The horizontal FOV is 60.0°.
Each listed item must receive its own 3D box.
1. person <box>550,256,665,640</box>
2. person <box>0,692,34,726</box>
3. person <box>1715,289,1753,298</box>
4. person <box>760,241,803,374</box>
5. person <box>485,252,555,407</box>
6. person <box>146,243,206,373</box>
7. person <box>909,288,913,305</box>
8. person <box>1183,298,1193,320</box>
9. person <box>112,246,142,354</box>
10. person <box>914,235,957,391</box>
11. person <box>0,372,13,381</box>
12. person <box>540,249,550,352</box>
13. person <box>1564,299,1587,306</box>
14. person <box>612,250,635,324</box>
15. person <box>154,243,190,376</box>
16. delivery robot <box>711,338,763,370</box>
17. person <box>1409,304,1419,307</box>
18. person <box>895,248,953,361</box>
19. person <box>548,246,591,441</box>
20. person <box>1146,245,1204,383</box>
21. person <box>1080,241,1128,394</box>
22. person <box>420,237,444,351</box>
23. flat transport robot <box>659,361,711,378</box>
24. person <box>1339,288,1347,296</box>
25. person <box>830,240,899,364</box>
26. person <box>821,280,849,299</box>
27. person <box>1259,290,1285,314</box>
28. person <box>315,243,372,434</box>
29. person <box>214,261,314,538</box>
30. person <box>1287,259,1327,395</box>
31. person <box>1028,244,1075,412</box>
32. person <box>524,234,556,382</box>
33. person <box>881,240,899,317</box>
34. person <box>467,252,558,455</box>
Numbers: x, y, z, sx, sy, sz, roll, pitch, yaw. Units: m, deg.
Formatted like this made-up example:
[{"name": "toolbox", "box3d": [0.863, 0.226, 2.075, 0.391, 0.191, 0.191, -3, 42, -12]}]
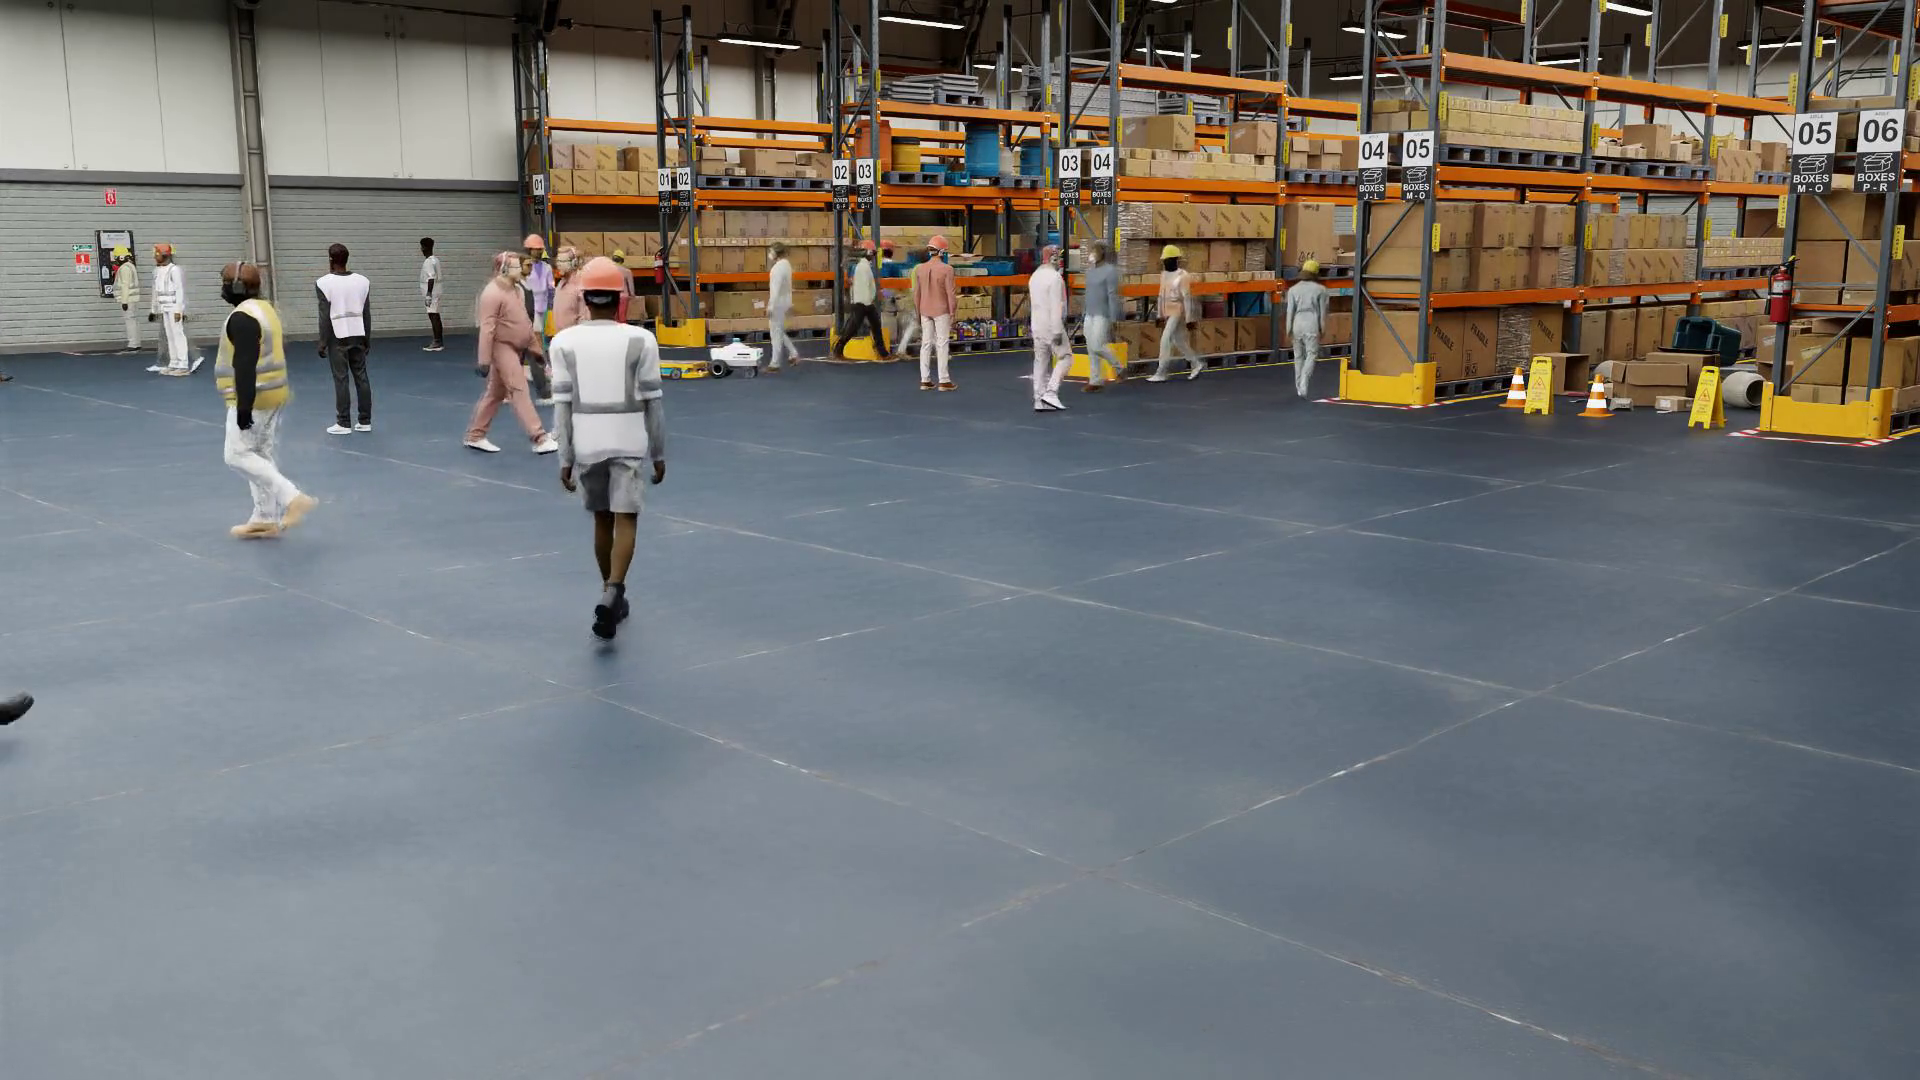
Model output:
[{"name": "person", "box3d": [-1.772, -0.462, 8.355, 0.546, 1.908, 0.897, -1, 10, -3]}, {"name": "person", "box3d": [-3.968, -0.066, 6.201, 0.563, 1.887, 0.969, 8, 13, 38]}, {"name": "person", "box3d": [14.164, -4.449, 30.417, 0.595, 1.786, 0.966, 9, 13, 39]}, {"name": "person", "box3d": [-2.634, -3.384, 24.213, 0.488, 1.924, 0.649, 0, 10, 2]}, {"name": "person", "box3d": [-5.200, -2.481, 19.603, 0.916, 1.812, 0.523, 0, 10, 0]}, {"name": "person", "box3d": [-11.549, -3.395, 24.356, 0.905, 1.894, 0.606, 0, 10, 0]}, {"name": "person", "box3d": [-0.803, -4.691, 32.191, 0.506, 1.610, 0.686, 8, 13, 37]}, {"name": "person", "box3d": [3.597, -3.912, 27.232, 0.309, 1.868, 0.535, -9, 14, -41]}, {"name": "person", "box3d": [-14.266, -4.117, 28.475, 0.403, 1.824, 0.596, -3, 11, -17]}, {"name": "person", "box3d": [-0.301, -2.948, 21.624, 0.618, 1.993, 0.396, 7, 12, 32]}, {"name": "person", "box3d": [-13.441, -3.175, 23.038, 0.363, 1.933, 0.543, -9, 14, -41]}, {"name": "person", "box3d": [-7.229, -4.148, 28.800, 0.313, 1.769, 0.525, -4, 11, -23]}, {"name": "person", "box3d": [10.002, -3.782, 26.987, 0.317, 1.695, 0.540, -3, 11, -15]}, {"name": "person", "box3d": [-6.184, -4.410, 30.342, 0.536, 1.720, 0.888, 1, 10, 4]}, {"name": "person", "box3d": [-11.304, -3.294, 23.824, 0.575, 1.881, 0.356, 10, 14, 43]}, {"name": "delivery robot", "box3d": [-3.166, -2.623, 23.647, 0.707, 0.478, 0.477, 1, 10, 4]}, {"name": "person", "box3d": [7.700, -3.861, 27.674, 0.513, 1.605, 0.797, 10, 14, 44]}, {"name": "person", "box3d": [-0.603, -3.767, 26.654, 0.979, 1.799, 0.638, -6, 12, -31]}, {"name": "person", "box3d": [-3.761, -1.871, 16.039, 0.773, 1.886, 0.693, -9, 13, -39]}, {"name": "person", "box3d": [3.005, -3.129, 22.951, 0.963, 1.880, 0.573, -4, 11, -22]}, {"name": "person", "box3d": [1.814, -2.843, 21.251, 0.531, 1.922, 0.634, -5, 12, -26]}, {"name": "person", "box3d": [-9.249, -4.303, 29.096, 0.361, 1.962, 0.616, -1, 10, -5]}, {"name": "flat transport robot", "box3d": [-4.242, -2.440, 23.678, 1.431, 0.197, 0.652, 2, 11, 10]}, {"name": "person", "box3d": [9.476, -6.426, 41.105, 0.569, 1.812, 0.566, -7, 12, -32]}, {"name": "person", "box3d": [-1.540, -3.740, 26.143, 1.075, 1.930, 0.627, 0, 10, 0]}, {"name": "person", "box3d": [-2.656, -5.357, 34.785, 1.055, 1.997, 0.627, -10, 14, -43]}, {"name": "person", "box3d": [6.273, -5.025, 33.183, 0.611, 1.922, 0.802, 10, 14, 43]}, {"name": "person", "box3d": [-6.254, -2.047, 16.926, 0.391, 1.920, 0.593, 7, 13, 35]}, {"name": "person", "box3d": [-4.627, -0.912, 10.965, 0.495, 1.832, 0.646, -2, 11, -9]}, {"name": "person", "box3d": [4.302, -2.646, 20.734, 0.484, 1.711, 0.684, 4, 11, 20]}, {"name": "person", "box3d": [1.053, -2.402, 18.920, 0.462, 1.889, 0.678, -5, 11, -25]}, {"name": "person", "box3d": [-5.696, -3.138, 22.650, 1.003, 1.995, 0.639, 7, 13, 35]}, {"name": "person", "box3d": [-1.264, -4.501, 30.351, 0.569, 1.896, 0.930, 10, 14, 42]}, {"name": "person", "box3d": [-4.136, -1.713, 15.289, 1.016, 1.852, 0.667, 1, 10, 3]}]
